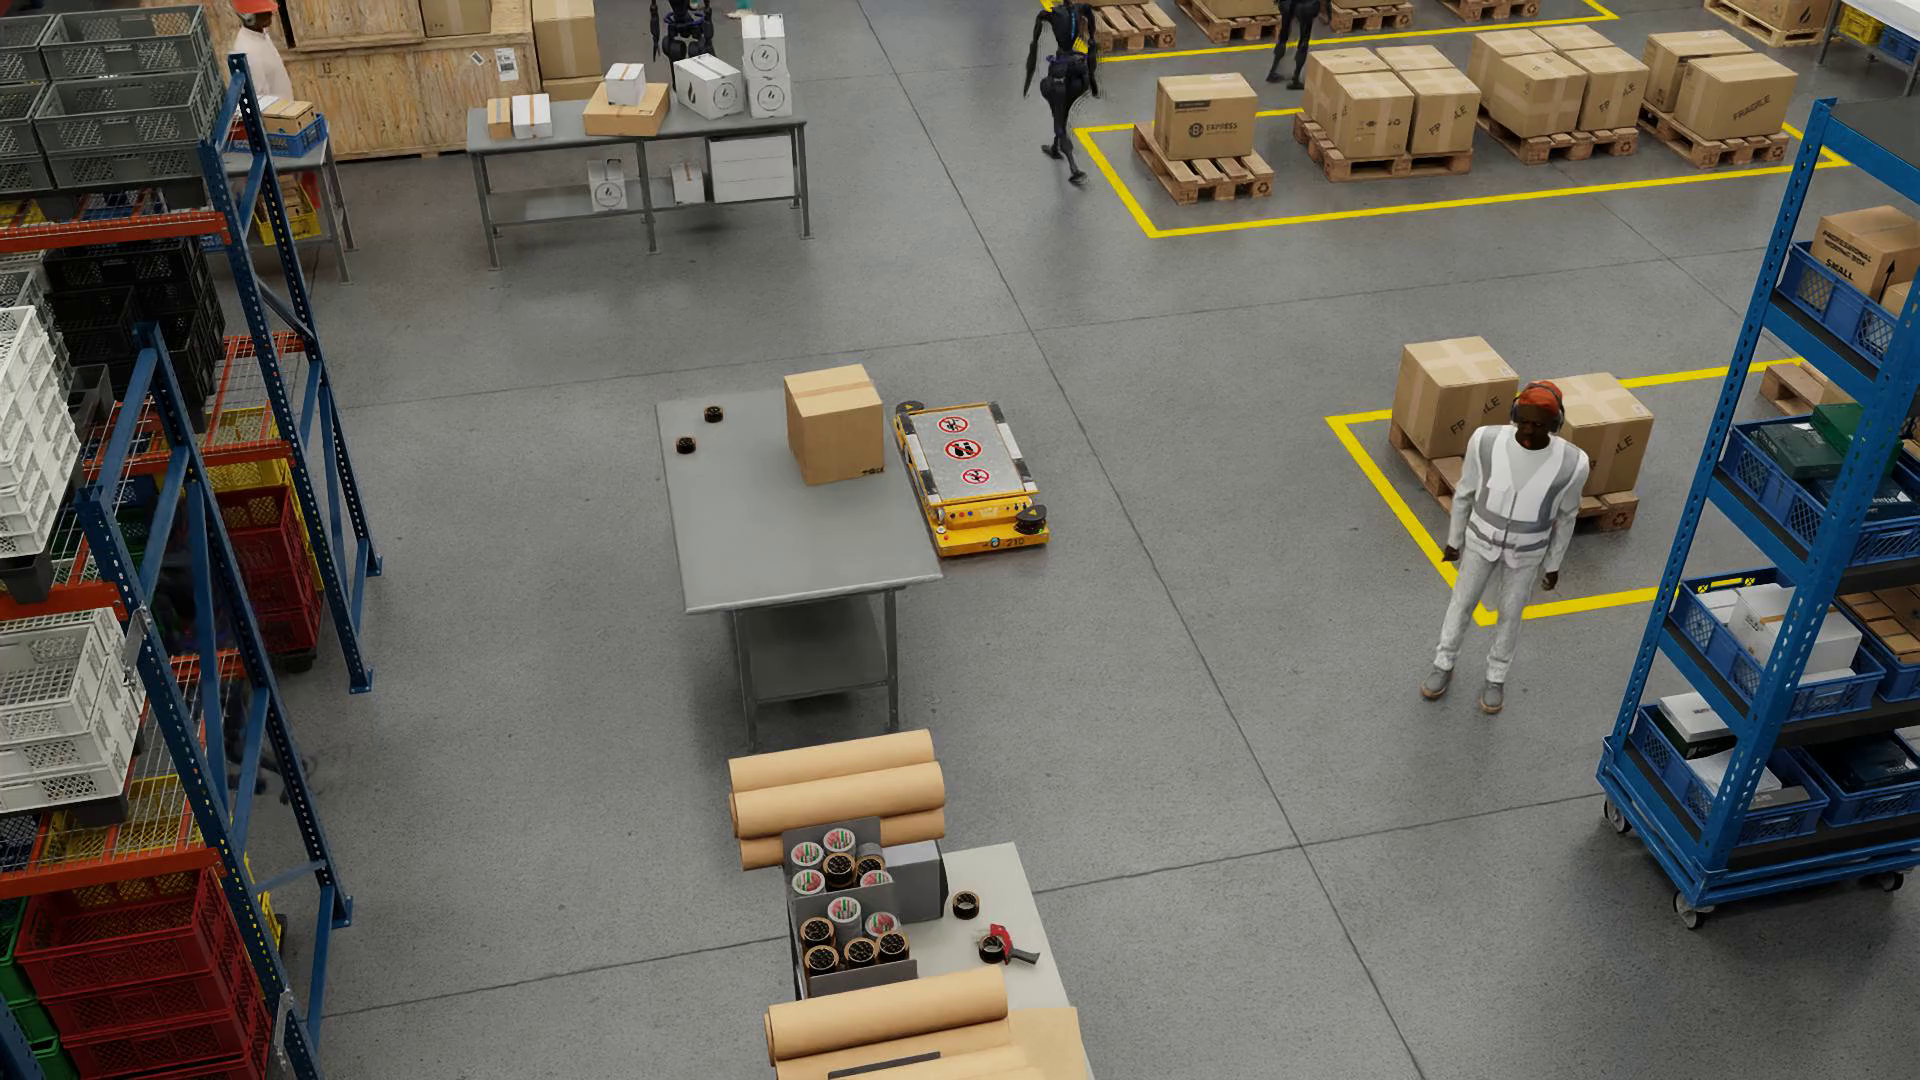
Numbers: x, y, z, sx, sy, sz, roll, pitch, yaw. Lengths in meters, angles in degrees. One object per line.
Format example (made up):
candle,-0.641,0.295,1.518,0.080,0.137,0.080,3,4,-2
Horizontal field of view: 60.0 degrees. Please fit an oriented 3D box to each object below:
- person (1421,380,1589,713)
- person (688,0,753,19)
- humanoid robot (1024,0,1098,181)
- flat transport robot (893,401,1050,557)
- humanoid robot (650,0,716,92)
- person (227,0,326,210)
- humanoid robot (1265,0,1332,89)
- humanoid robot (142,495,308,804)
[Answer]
person,2.669,0.041,8.147,0.573,1.881,0.357,16,39,20
person,-2.504,-6.038,16.458,0.901,1.709,0.529,5,37,7
humanoid robot,0.853,-3.749,13.470,0.587,1.648,0.784,-17,40,-21
flat transport robot,0.046,-0.430,10.108,0.652,0.197,1.431,-8,37,-10
humanoid robot,-2.337,-4.238,14.065,0.572,1.652,0.316,8,37,10
person,-5.006,-3.150,12.356,0.595,1.975,0.656,-6,37,-8
humanoid robot,3.061,-4.890,14.943,0.388,1.642,0.641,-27,44,-31
humanoid robot,-3.430,0.523,7.687,0.538,1.624,0.604,0,37,1
